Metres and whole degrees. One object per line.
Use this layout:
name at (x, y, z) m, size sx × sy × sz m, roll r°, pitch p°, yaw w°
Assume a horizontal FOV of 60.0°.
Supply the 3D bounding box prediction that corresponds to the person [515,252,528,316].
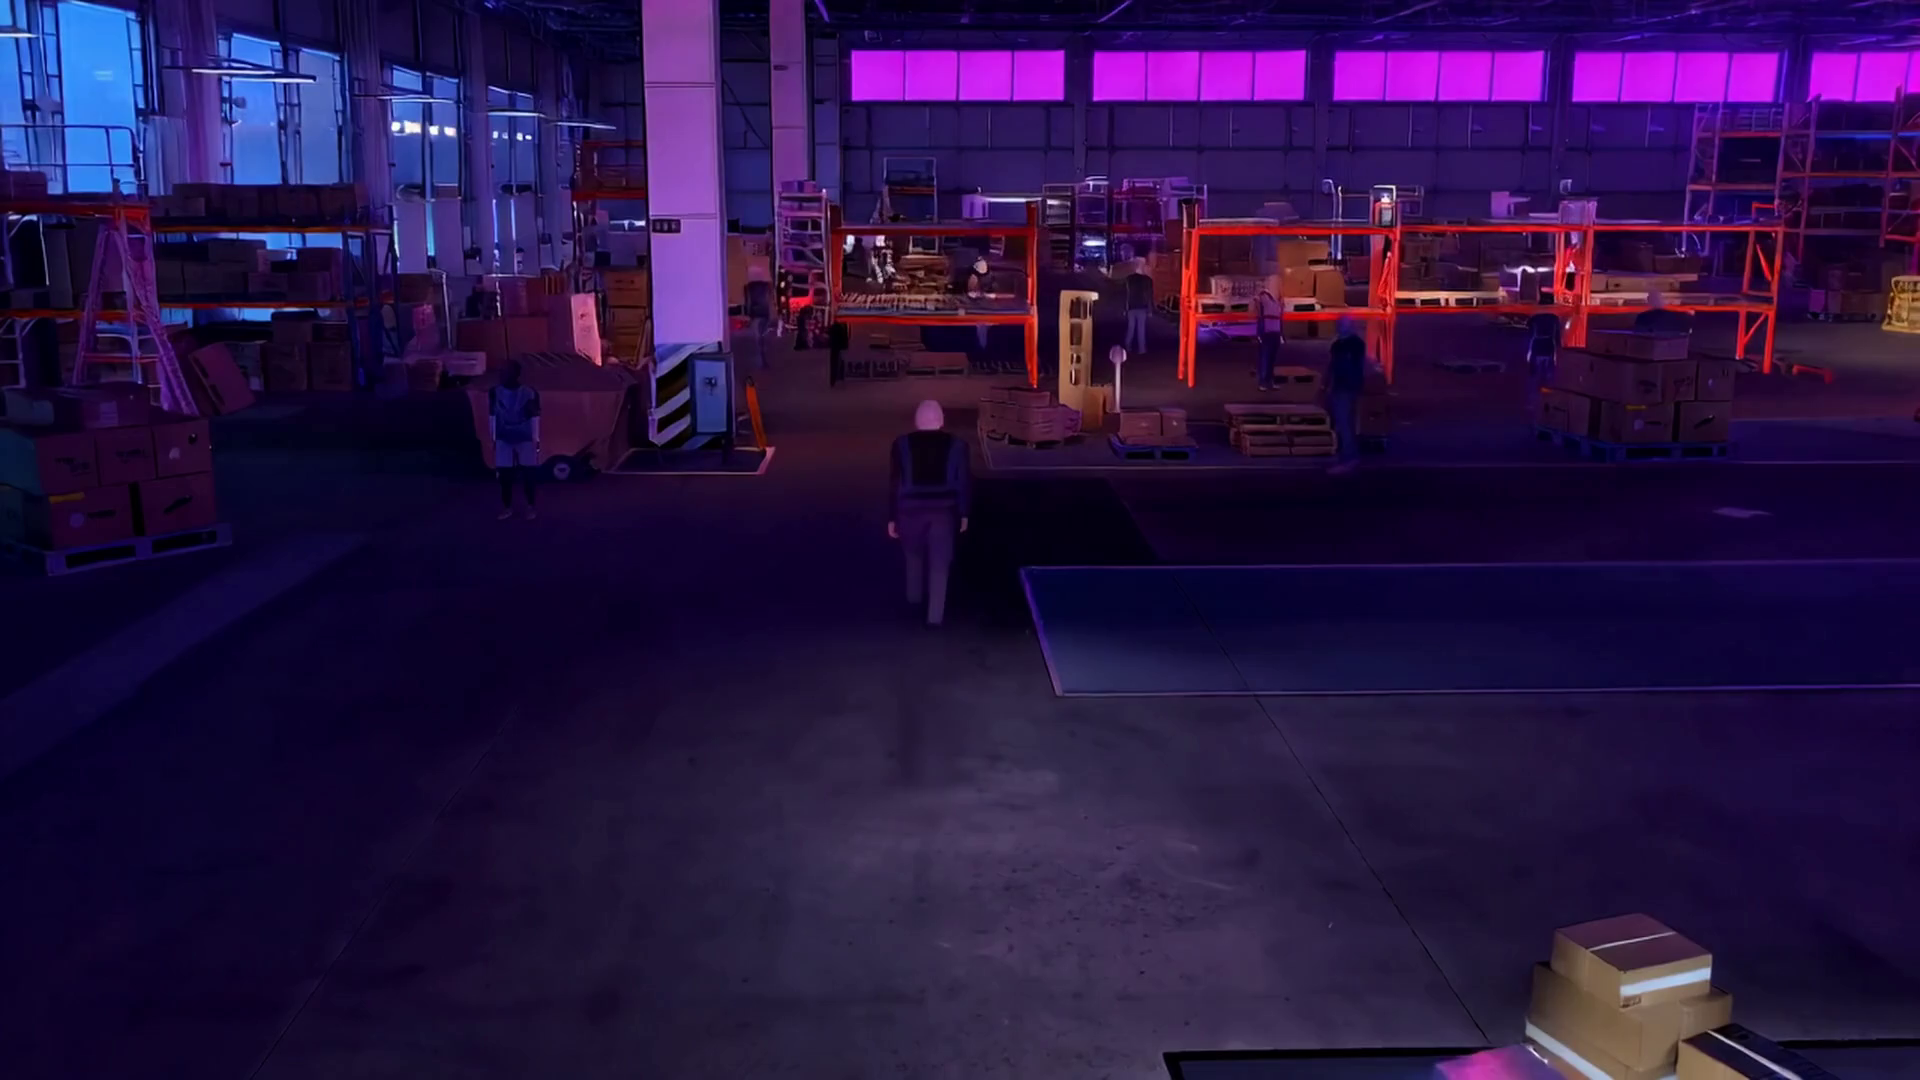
person at (-10.734, -6.242, 40.753) m, size 0.313 × 1.633 × 0.522 m, roll -5°, pitch 14°, yaw -23°

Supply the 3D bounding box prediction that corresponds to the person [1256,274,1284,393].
person at (5.038, -3.358, 27.071) m, size 0.596 × 1.918 × 0.380 m, roll -10°, pitch 16°, yaw -39°

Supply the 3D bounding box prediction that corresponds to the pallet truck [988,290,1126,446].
pallet truck at (1.257, -2.299, 22.111) m, size 1.885 × 1.965 × 0.823 m, roll -9°, pitch 15°, yaw -35°

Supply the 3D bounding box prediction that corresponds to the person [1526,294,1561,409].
person at (8.809, -2.834, 25.127) m, size 0.484 × 1.734 × 0.320 m, roll 5°, pitch 14°, yaw 23°

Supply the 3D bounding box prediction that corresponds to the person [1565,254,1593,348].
person at (12.295, -4.728, 33.146) m, size 0.602 × 1.967 × 0.366 m, roll -6°, pitch 14°, yaw -26°

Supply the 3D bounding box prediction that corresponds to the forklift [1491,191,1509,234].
forklift at (20.332, -11.776, 62.891) m, size 1.873 × 2.768 × 1.129 m, roll 0°, pitch 12°, yaw -2°

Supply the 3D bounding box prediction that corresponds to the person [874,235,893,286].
person at (-2.401, -9.028, 52.819) m, size 0.602 × 1.857 × 0.865 m, roll 2°, pitch 13°, yaw 8°

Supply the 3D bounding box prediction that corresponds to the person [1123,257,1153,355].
person at (3.505, -4.600, 32.688) m, size 0.616 × 1.929 × 0.374 m, roll 8°, pitch 15°, yaw 33°

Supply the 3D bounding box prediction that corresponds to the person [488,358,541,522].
person at (-4.553, -1.017, 17.005) m, size 0.540 × 1.695 × 0.317 m, roll 0°, pitch 12°, yaw 2°

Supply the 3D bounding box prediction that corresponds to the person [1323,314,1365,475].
person at (4.633, -1.751, 19.907) m, size 0.636 × 1.896 × 0.674 m, roll -3°, pitch 13°, yaw -12°

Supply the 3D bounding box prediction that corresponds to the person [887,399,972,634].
person at (-0.240, -0.218, 13.144) m, size 0.662 × 1.802 × 0.896 m, roll -1°, pitch 13°, yaw -3°

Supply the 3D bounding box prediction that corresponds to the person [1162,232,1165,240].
person at (7.052, -9.898, 56.681) m, size 0.986 × 1.889 × 0.561 m, roll -5°, pitch 13°, yaw -21°

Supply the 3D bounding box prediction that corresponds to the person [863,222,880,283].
person at (-2.848, -9.283, 53.777) m, size 0.635 × 1.937 × 0.355 m, roll -6°, pitch 14°, yaw -25°

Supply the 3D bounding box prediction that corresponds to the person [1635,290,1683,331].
person at (9.933, -2.595, 23.656) m, size 0.706 × 1.914 × 0.450 m, roll 4°, pitch 13°, yaw 17°

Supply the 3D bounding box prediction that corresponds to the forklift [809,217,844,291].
forklift at (-4.375, -8.619, 48.637) m, size 1.873 × 2.768 × 1.129 m, roll 0°, pitch 12°, yaw -2°

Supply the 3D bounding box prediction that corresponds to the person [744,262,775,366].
person at (-3.697, -4.152, 30.669) m, size 0.550 × 1.909 × 0.545 m, roll -1°, pitch 13°, yaw -4°

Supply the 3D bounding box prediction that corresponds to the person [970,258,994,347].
person at (0.449, -4.843, 33.985) m, size 0.502 × 1.829 × 0.458 m, roll 2°, pitch 13°, yaw 11°

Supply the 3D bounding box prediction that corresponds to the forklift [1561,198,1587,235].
forklift at (17.204, -8.212, 46.797) m, size 1.873 × 2.768 × 1.129 m, roll 0°, pitch 12°, yaw -2°

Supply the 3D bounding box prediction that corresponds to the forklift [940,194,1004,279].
forklift at (0.380, -10.009, 54.909) m, size 1.873 × 2.768 × 1.129 m, roll -7°, pitch 14°, yaw -30°
